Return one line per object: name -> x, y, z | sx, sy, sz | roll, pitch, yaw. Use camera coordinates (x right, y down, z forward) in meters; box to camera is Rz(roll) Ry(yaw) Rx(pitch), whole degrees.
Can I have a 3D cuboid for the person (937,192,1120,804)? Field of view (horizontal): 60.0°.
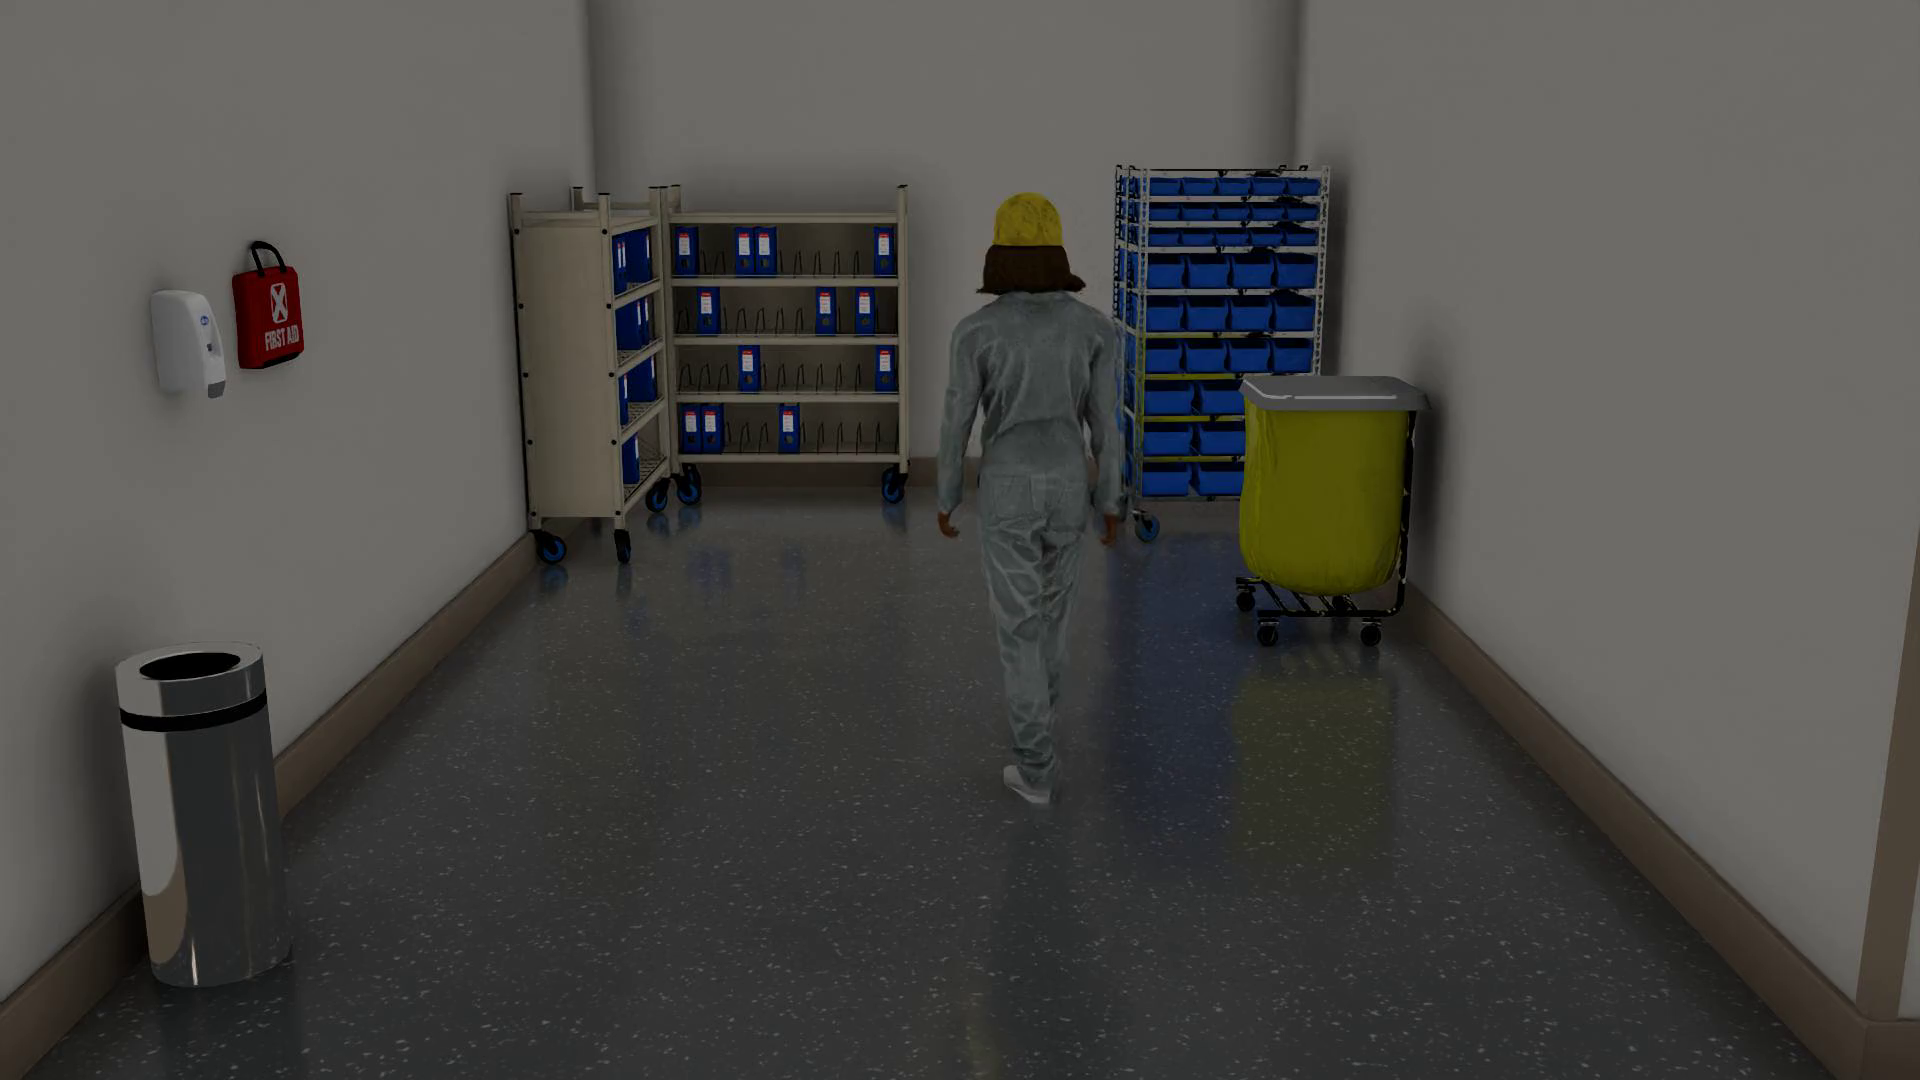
person -> 0.174, -0.144, 4.899 | 0.508, 1.710, 0.811 | -4, 14, -16
